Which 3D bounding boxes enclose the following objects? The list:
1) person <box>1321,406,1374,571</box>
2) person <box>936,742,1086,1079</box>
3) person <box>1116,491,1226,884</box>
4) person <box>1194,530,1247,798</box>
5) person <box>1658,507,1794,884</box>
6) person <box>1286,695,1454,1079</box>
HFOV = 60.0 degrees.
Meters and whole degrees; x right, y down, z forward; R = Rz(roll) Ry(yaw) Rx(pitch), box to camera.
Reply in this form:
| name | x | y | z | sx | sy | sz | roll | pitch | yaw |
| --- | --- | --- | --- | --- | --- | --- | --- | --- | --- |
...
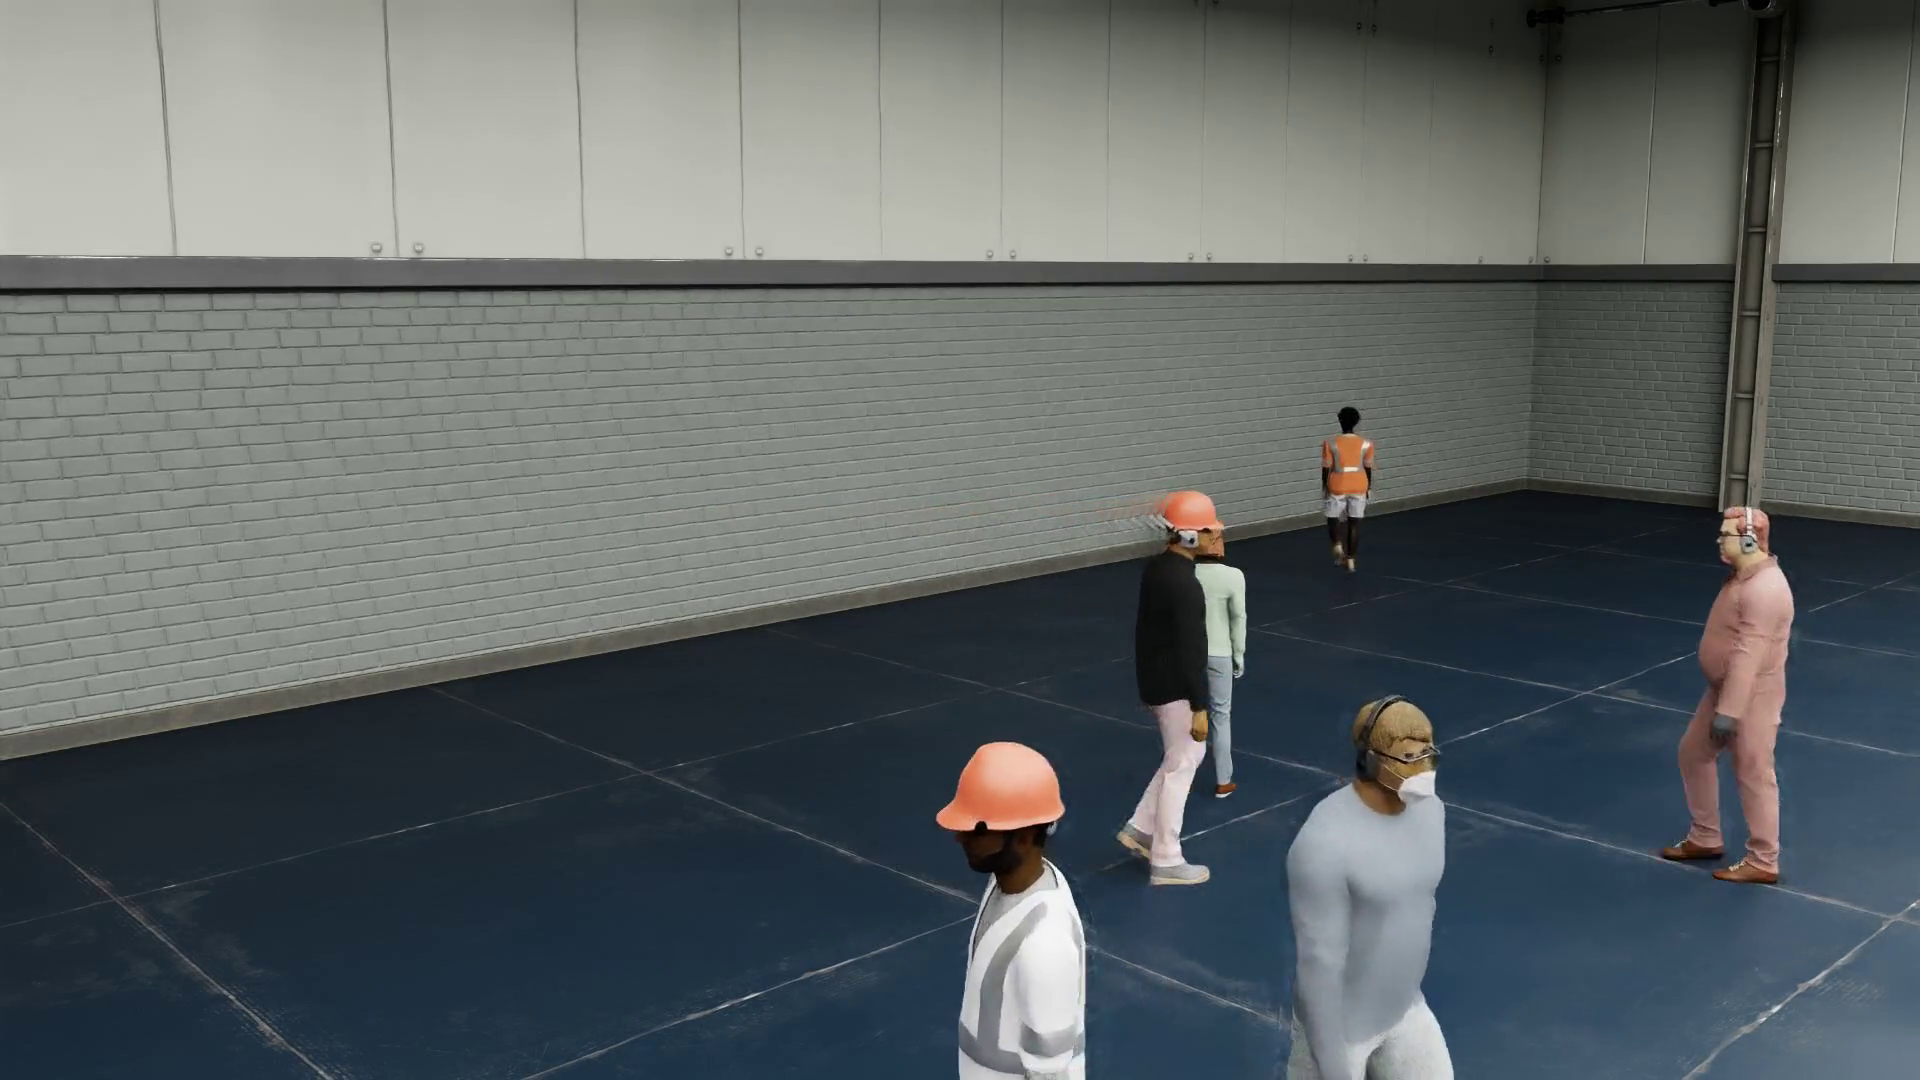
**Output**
| name | x | y | z | sx | sy | sz | roll | pitch | yaw |
| --- | --- | --- | --- | --- | --- | --- | --- | --- | --- |
| person | 3.914 | -0.504 | 16.824 | 0.539 | 1.686 | 0.415 | 0 | 9 | 3 |
| person | 0.220 | 1.419 | 4.133 | 0.785 | 1.918 | 0.549 | -1 | 9 | -3 |
| person | 1.083 | 0.734 | 8.211 | 0.433 | 1.974 | 0.637 | -2 | 9 | -10 |
| person | 1.402 | 0.678 | 9.619 | 0.497 | 1.634 | 0.279 | 2 | 9 | 13 |
| person | 3.796 | 0.774 | 8.257 | 0.679 | 1.885 | 0.649 | 2 | 9 | 14 |
| person | 1.187 | 1.364 | 4.580 | 0.659 | 1.886 | 1.005 | -7 | 12 | -38 |
